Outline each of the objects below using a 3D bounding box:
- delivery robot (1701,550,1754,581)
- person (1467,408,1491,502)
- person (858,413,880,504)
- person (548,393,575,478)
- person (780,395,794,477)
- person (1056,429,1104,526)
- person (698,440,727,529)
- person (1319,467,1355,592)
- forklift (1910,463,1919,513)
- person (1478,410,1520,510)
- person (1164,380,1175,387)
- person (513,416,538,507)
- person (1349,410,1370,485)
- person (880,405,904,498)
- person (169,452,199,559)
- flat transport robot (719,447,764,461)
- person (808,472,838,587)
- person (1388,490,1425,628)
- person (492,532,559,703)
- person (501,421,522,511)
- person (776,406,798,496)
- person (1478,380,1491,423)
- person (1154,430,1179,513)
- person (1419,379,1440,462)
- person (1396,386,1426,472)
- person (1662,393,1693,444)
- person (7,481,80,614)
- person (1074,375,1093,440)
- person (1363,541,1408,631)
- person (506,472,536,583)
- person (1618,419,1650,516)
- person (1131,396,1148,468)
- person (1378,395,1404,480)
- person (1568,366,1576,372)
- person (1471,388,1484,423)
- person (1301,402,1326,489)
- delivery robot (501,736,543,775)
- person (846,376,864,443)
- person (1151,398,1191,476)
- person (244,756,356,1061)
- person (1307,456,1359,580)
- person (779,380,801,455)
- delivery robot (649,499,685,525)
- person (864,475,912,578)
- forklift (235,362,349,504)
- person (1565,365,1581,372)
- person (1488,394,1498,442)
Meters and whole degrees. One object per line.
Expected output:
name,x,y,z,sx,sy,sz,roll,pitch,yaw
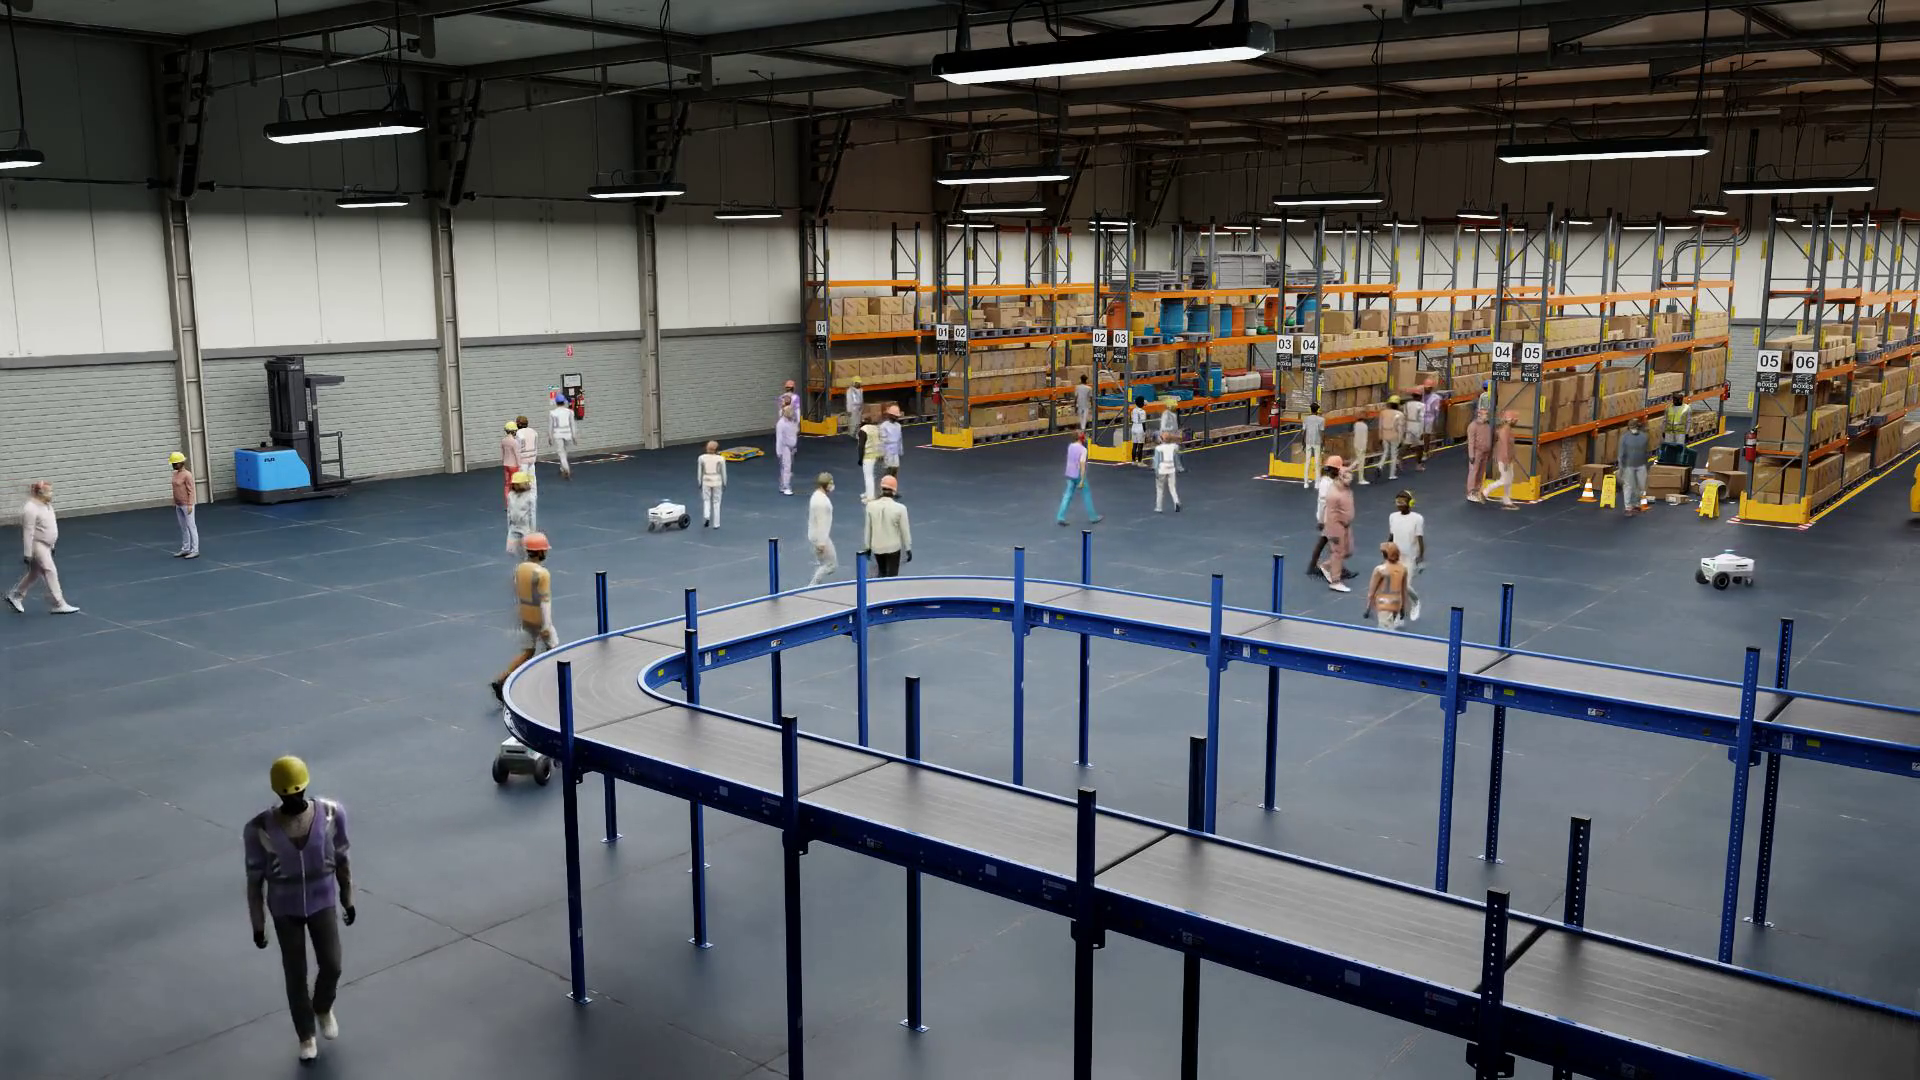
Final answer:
delivery robot,11.563,0.390,23.565,0.707,0.478,0.477,-2,10,-9
person,10.612,-1.748,31.925,0.641,1.913,0.408,-8,13,-39
person,-1.897,-1.677,31.843,0.599,1.804,0.638,5,11,24
person,-8.965,-2.350,35.318,0.617,1.918,0.885,-8,13,-37
person,-3.945,-2.377,35.648,0.345,1.847,0.507,-2,10,-9
person,2.200,-1.164,28.963,0.974,1.797,0.568,-6,12,-32
person,-4.511,-1.010,28.569,0.534,1.623,0.370,0,10,1
person,5.583,-0.168,23.156,0.530,1.873,0.695,7,12,35
forklift,19.034,-1.348,28.998,2.313,2.155,1.214,8,13,37
person,10.668,-1.580,30.789,0.675,1.976,0.626,6,12,32
person,7.134,-5.534,53.108,0.647,1.952,0.481,9,13,41
person,-8.629,-1.541,30.957,0.429,1.844,0.622,5,11,27
person,8.755,-2.041,34.368,0.456,1.622,0.562,-3,10,-14
person,-1.392,-1.813,32.240,0.393,1.924,0.588,9,13,41
person,-12.802,-0.577,25.767,0.522,1.761,0.321,7,12,34
flat transport robot,-5.487,-2.149,38.918,0.652,0.197,1.431,3,11,18
person,-1.945,-0.004,22.081,0.440,1.916,0.649,-2,10,-12
person,5.955,0.242,20.876,0.483,1.853,0.546,-10,14,-44
person,-4.731,0.871,17.207,0.548,1.911,0.844,8,13,39
person,-8.733,-1.431,30.541,0.525,1.772,0.304,8,13,37
person,-3.640,-1.890,32.900,0.528,1.875,0.762,4,11,20
person,13.085,-3.017,38.963,0.386,1.948,0.601,2,10,9
person,4.015,-1.312,30.289,0.523,1.615,0.631,-3,10,-16
person,11.455,-2.944,38.337,0.616,2.026,0.578,9,13,41
person,10.464,-2.555,36.195,0.915,2.018,0.614,-7,12,-36
person,16.648,-2.504,36.384,0.624,1.841,0.430,10,14,43
person,-12.826,0.102,21.686,0.934,1.861,0.690,-2,10,-11
person,3.397,-3.572,42.451,0.522,1.822,0.932,6,11,29
person,5.050,0.816,18.383,0.524,1.604,0.838,-6,12,-32
person,-6.606,-0.167,23.506,0.505,1.730,0.354,3,11,17
person,12.873,-1.390,29.951,0.651,1.897,0.461,-1,10,-4
person,4.261,-2.572,37.167,0.318,1.697,0.535,-5,11,-26
person,9.623,-2.286,34.934,0.601,1.916,0.513,9,13,40
person,18.052,-4.251,46.206,0.588,1.856,0.880,5,11,25
person,13.474,-3.129,40.518,0.382,1.614,0.519,-9,13,-41
person,7.617,-2.042,33.693,0.531,1.870,0.317,5,11,26
delivery robot,-4.071,1.936,14.864,0.477,0.478,0.707,2,10,9
person,-2.789,-3.510,42.082,0.425,1.821,0.617,7,12,36
person,4.816,-2.371,35.848,0.978,1.776,0.584,4,11,23
person,-4.008,2.230,9.532,0.606,1.908,0.420,-5,11,-28
person,5.750,-0.350,24.079,0.817,1.899,0.567,4,11,22
person,-4.231,-3.045,39.189,0.576,1.921,0.452,3,10,16
delivery robot,-5.353,-0.500,28.574,0.477,0.478,0.707,6,12,30
person,-0.967,0.103,21.318,0.643,1.972,0.480,5,11,25
forklift,-13.803,-2.244,32.110,1.129,2.768,1.873,8,13,37
person,19.625,-5.019,50.090,0.593,2.000,0.740,0,10,-2
person,12.362,-2.417,35.812,0.693,1.877,0.373,-5,11,-25
